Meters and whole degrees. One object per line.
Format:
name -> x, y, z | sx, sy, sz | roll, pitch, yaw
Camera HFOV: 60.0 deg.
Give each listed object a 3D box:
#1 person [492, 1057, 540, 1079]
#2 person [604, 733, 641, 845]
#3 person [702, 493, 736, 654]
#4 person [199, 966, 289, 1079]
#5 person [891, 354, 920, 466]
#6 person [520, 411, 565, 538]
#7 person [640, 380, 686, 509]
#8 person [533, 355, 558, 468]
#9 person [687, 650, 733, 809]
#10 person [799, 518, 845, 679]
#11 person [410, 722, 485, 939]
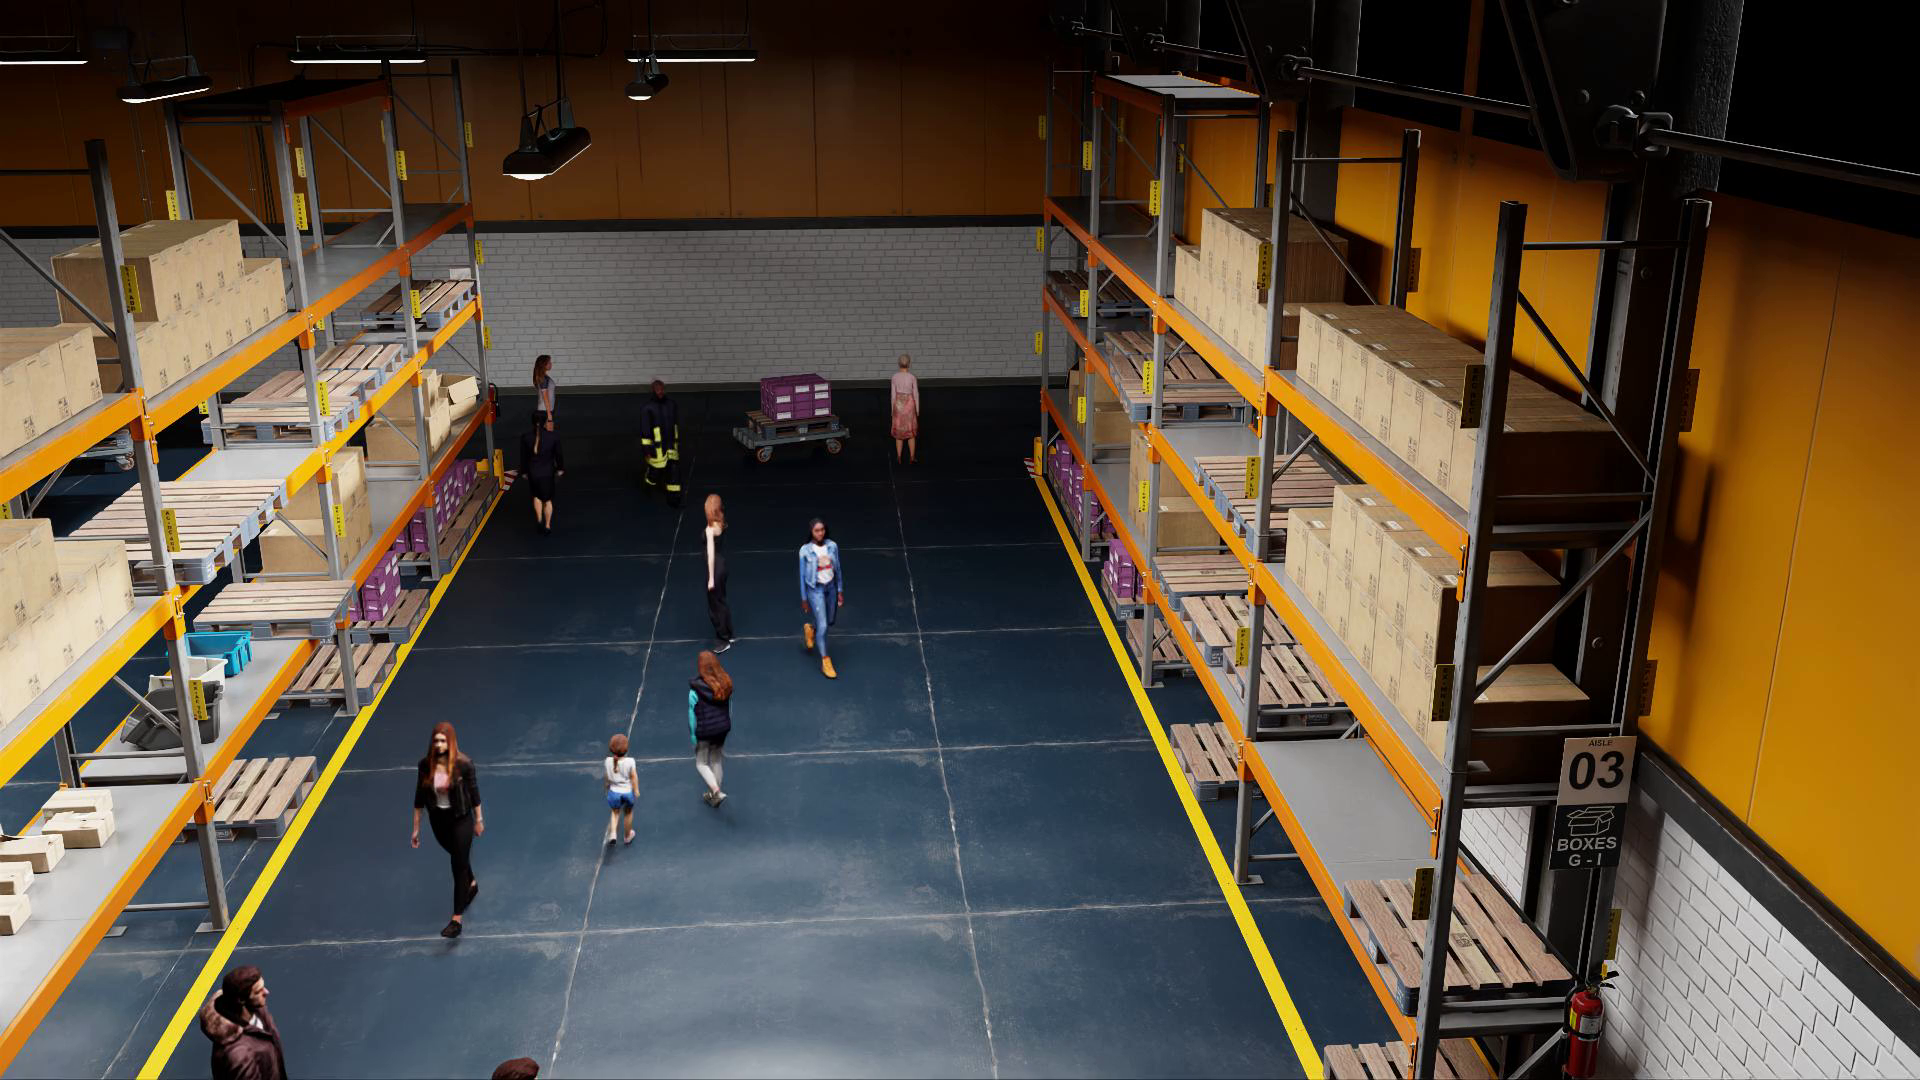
person -> -2.246, 3.497, 8.596 | 0.789, 1.887, 0.626 | -5, 19, -15
person -> -2.869, 2.124, 14.040 | 0.473, 1.014, 0.577 | 1, 19, 4
person -> -2.632, 0.367, 18.144 | 0.774, 1.726, 0.488 | -3, 19, -10
person -> -4.023, 3.239, 9.437 | 0.849, 1.839, 0.644 | -5, 19, -14
person -> -0.830, -1.979, 25.154 | 0.630, 1.697, 0.622 | 2, 19, 7
person -> -5.498, -0.841, 21.836 | 0.740, 1.658, 0.692 | -4, 19, -11
person -> -4.203, -1.359, 23.163 | 1.125, 1.793, 1.307 | -13, 23, -35
person -> -6.242, -1.947, 25.016 | 0.709, 1.724, 0.554 | -6, 19, -17
person -> -2.159, 1.690, 14.587 | 0.741, 1.488, 0.823 | -13, 23, -34
person -> -1.501, 0.564, 17.617 | 0.911, 1.688, 1.141 | -11, 21, -29
person -> -3.910, 2.157, 12.920 | 0.809, 1.667, 1.170 | 3, 19, 9
